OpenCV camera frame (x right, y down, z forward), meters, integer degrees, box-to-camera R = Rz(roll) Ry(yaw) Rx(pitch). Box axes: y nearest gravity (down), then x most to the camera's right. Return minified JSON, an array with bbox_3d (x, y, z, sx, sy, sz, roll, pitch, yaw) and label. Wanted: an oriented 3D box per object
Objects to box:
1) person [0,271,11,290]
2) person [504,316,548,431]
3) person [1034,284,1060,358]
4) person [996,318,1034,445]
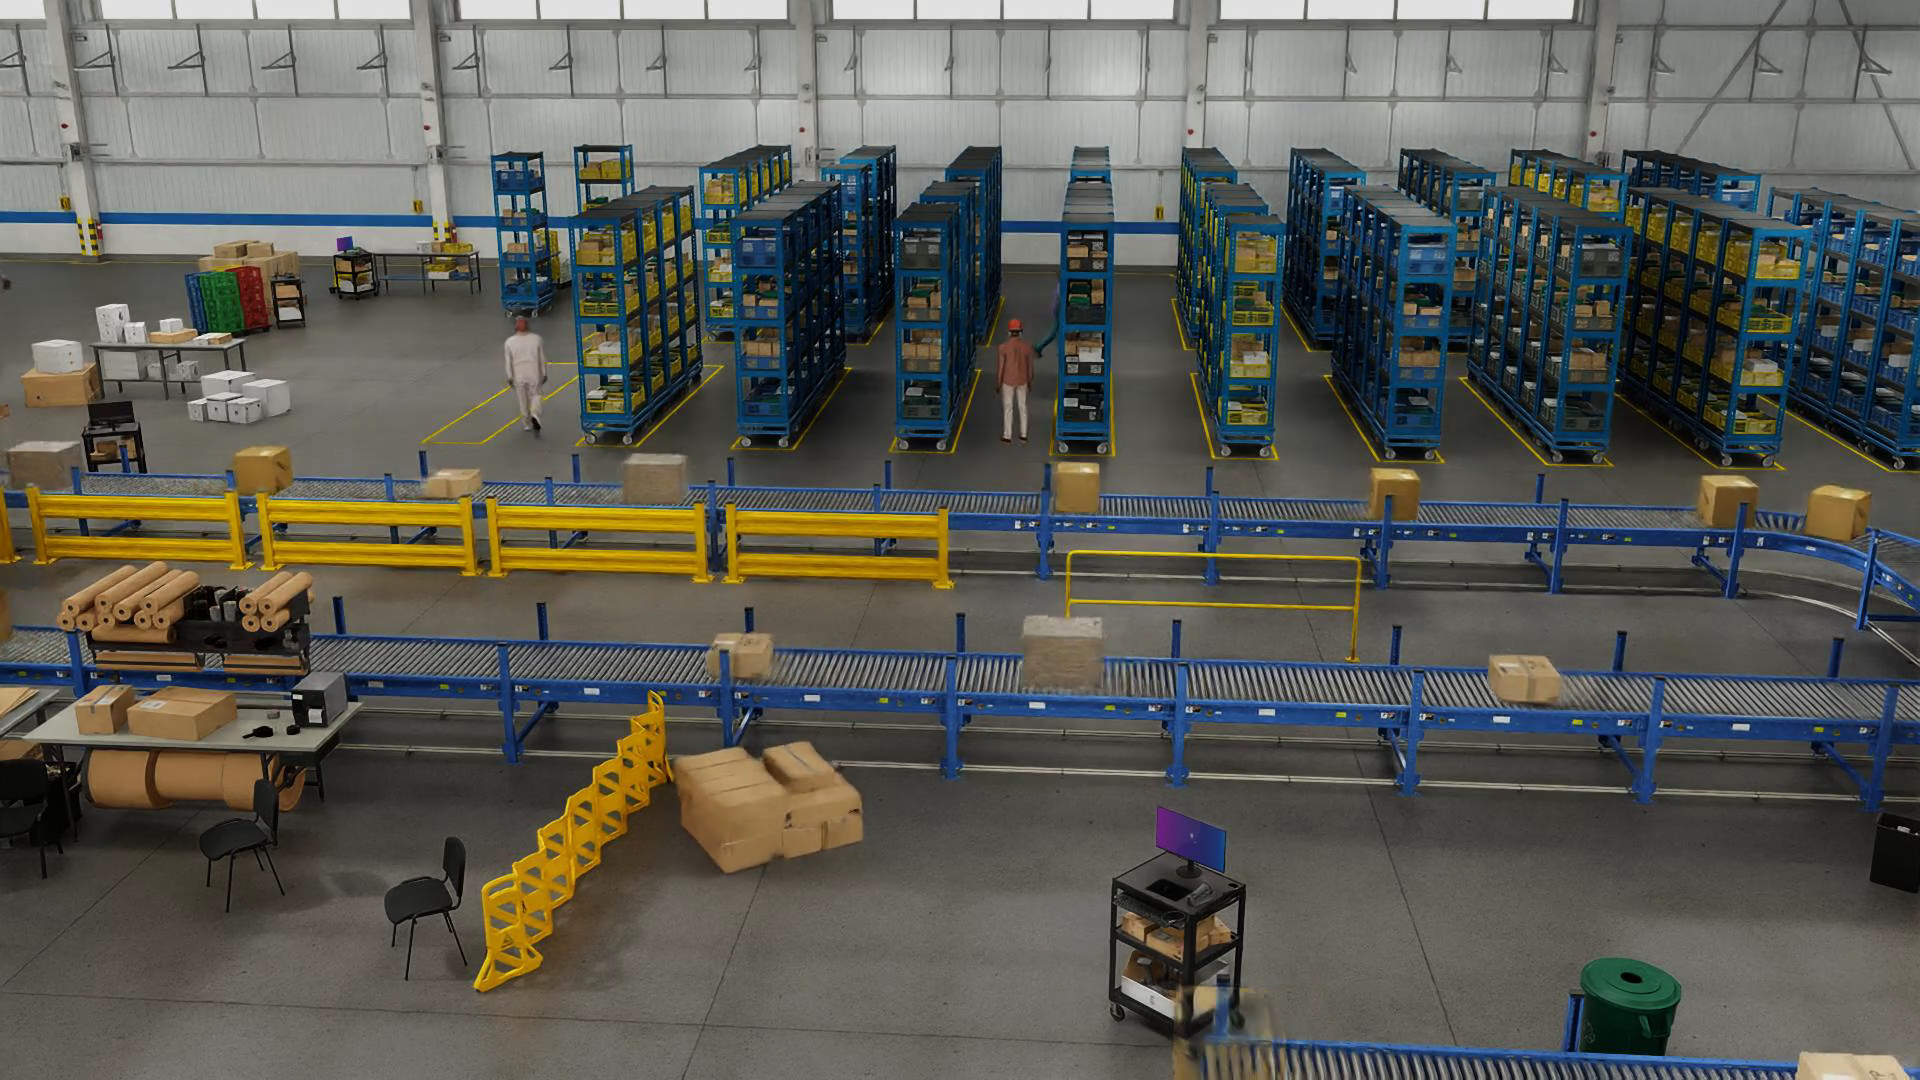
[{"bbox_3d":[-23.960,-7.061,40.851,0.909,1.908,0.621,1,18,5],"label":"person"},{"bbox_3d":[-7.034,-2.684,26.974,0.671,1.890,0.511,-3,18,-9],"label":"person"},{"bbox_3d":[1.944,-4.444,32.722,0.867,1.802,0.554,3,18,8],"label":"person"},{"bbox_3d":[0.854,-2.497,26.218,0.625,1.992,0.389,-6,18,-18],"label":"person"}]
